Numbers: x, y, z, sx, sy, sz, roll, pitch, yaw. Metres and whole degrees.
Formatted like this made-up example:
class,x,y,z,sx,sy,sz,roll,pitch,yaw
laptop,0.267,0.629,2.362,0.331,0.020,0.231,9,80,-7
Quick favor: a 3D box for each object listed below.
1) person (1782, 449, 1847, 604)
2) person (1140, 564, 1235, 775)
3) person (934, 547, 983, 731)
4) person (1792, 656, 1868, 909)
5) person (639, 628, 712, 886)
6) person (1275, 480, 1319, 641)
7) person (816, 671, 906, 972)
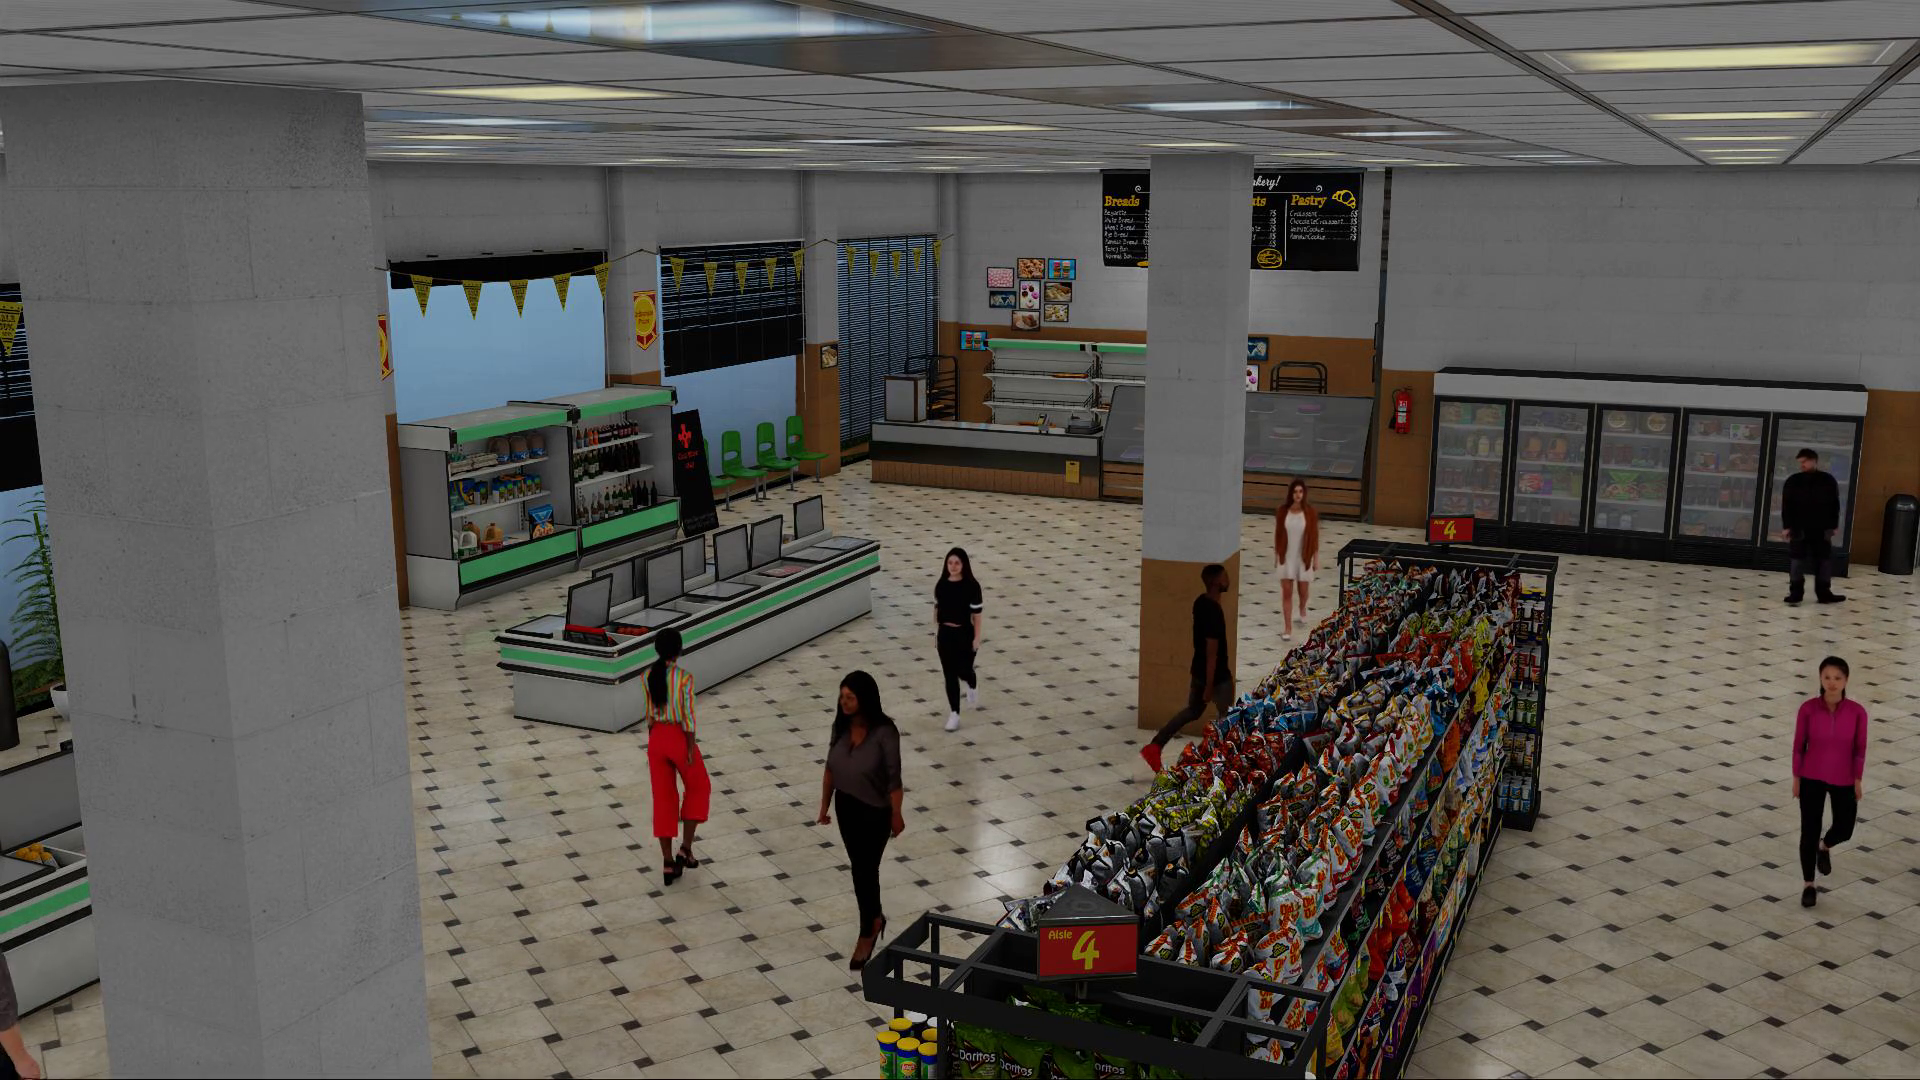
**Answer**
class,x,y,z,sx,sy,sz,roll,pitch,yaw
person,9.772,-0.140,19.023,0.996,1.807,0.704,0,12,2
person,1.896,1.081,13.313,1.153,1.770,1.170,-3,12,-13
person,-0.005,0.848,14.772,0.632,1.626,0.855,4,13,20
person,5.784,1.591,11.099,0.595,1.685,0.848,5,13,22
person,-1.999,1.496,11.324,0.662,1.779,0.738,3,12,12
person,3.583,0.182,17.747,0.721,1.703,0.991,3,12,15
person,-0.527,1.684,10.325,0.752,1.823,0.835,8,15,35
